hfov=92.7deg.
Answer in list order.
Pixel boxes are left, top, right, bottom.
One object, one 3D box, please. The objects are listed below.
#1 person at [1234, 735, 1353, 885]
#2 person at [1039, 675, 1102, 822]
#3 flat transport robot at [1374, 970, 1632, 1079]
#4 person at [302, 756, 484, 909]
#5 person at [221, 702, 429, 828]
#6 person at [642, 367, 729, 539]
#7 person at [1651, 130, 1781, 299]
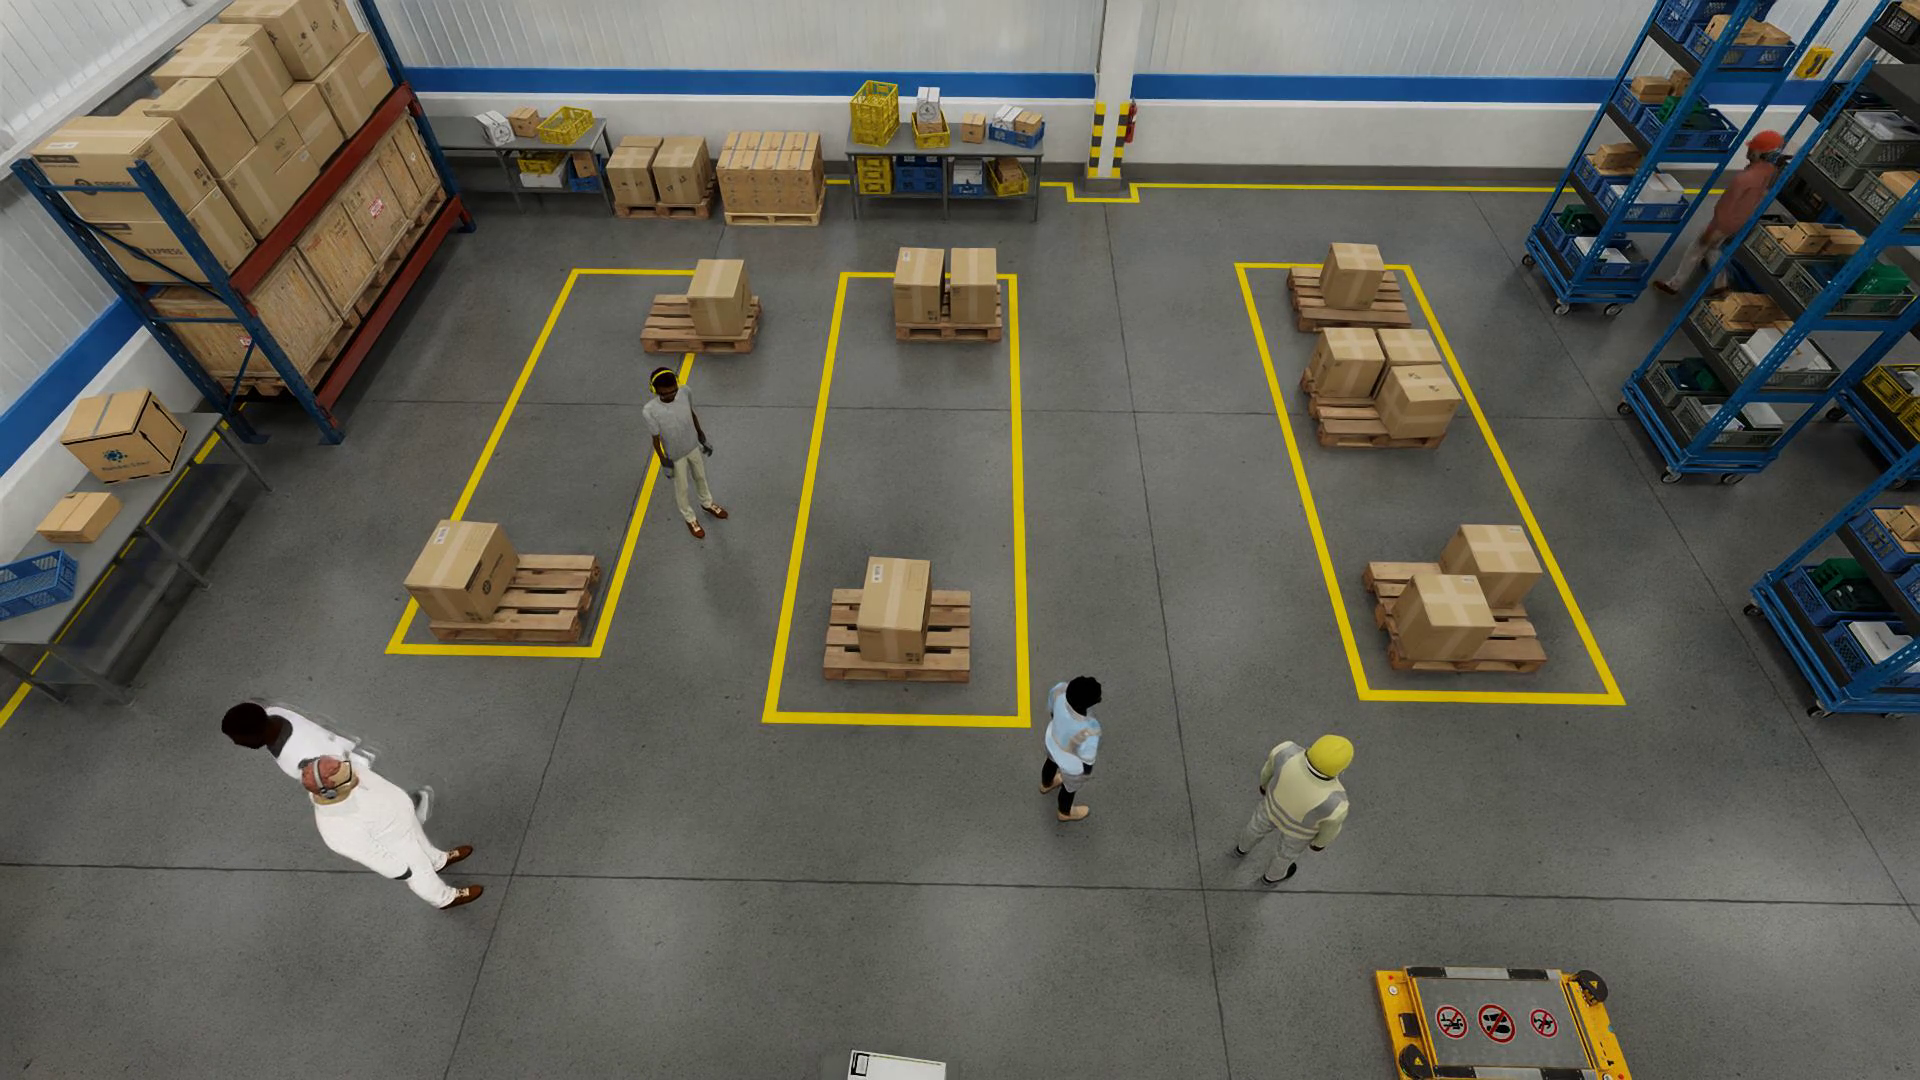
[{"bbox_3d":[2.206,1.767,6.024,0.404,1.837,0.590,-28,56,-21],"label":"person"},{"bbox_3d":[0.770,1.444,6.376,0.322,1.697,0.535,-19,53,-15],"label":"person"},{"bbox_3d":[3.501,3.133,5.914,1.431,0.197,0.652,1,51,1],"label":"flat transport robot"},{"bbox_3d":[-3.646,1.875,5.900,0.404,1.899,0.631,-24,55,-18],"label":"person"},{"bbox_3d":[-4.203,1.579,6.135,0.621,1.900,0.441,33,58,24],"label":"person"},{"bbox_3d":[-2.426,-0.780,8.084,0.327,1.865,0.519,31,57,23],"label":"person"},{"bbox_3d":[8.661,-3.547,10.282,0.632,1.963,0.745,-24,55,-18],"label":"person"}]
